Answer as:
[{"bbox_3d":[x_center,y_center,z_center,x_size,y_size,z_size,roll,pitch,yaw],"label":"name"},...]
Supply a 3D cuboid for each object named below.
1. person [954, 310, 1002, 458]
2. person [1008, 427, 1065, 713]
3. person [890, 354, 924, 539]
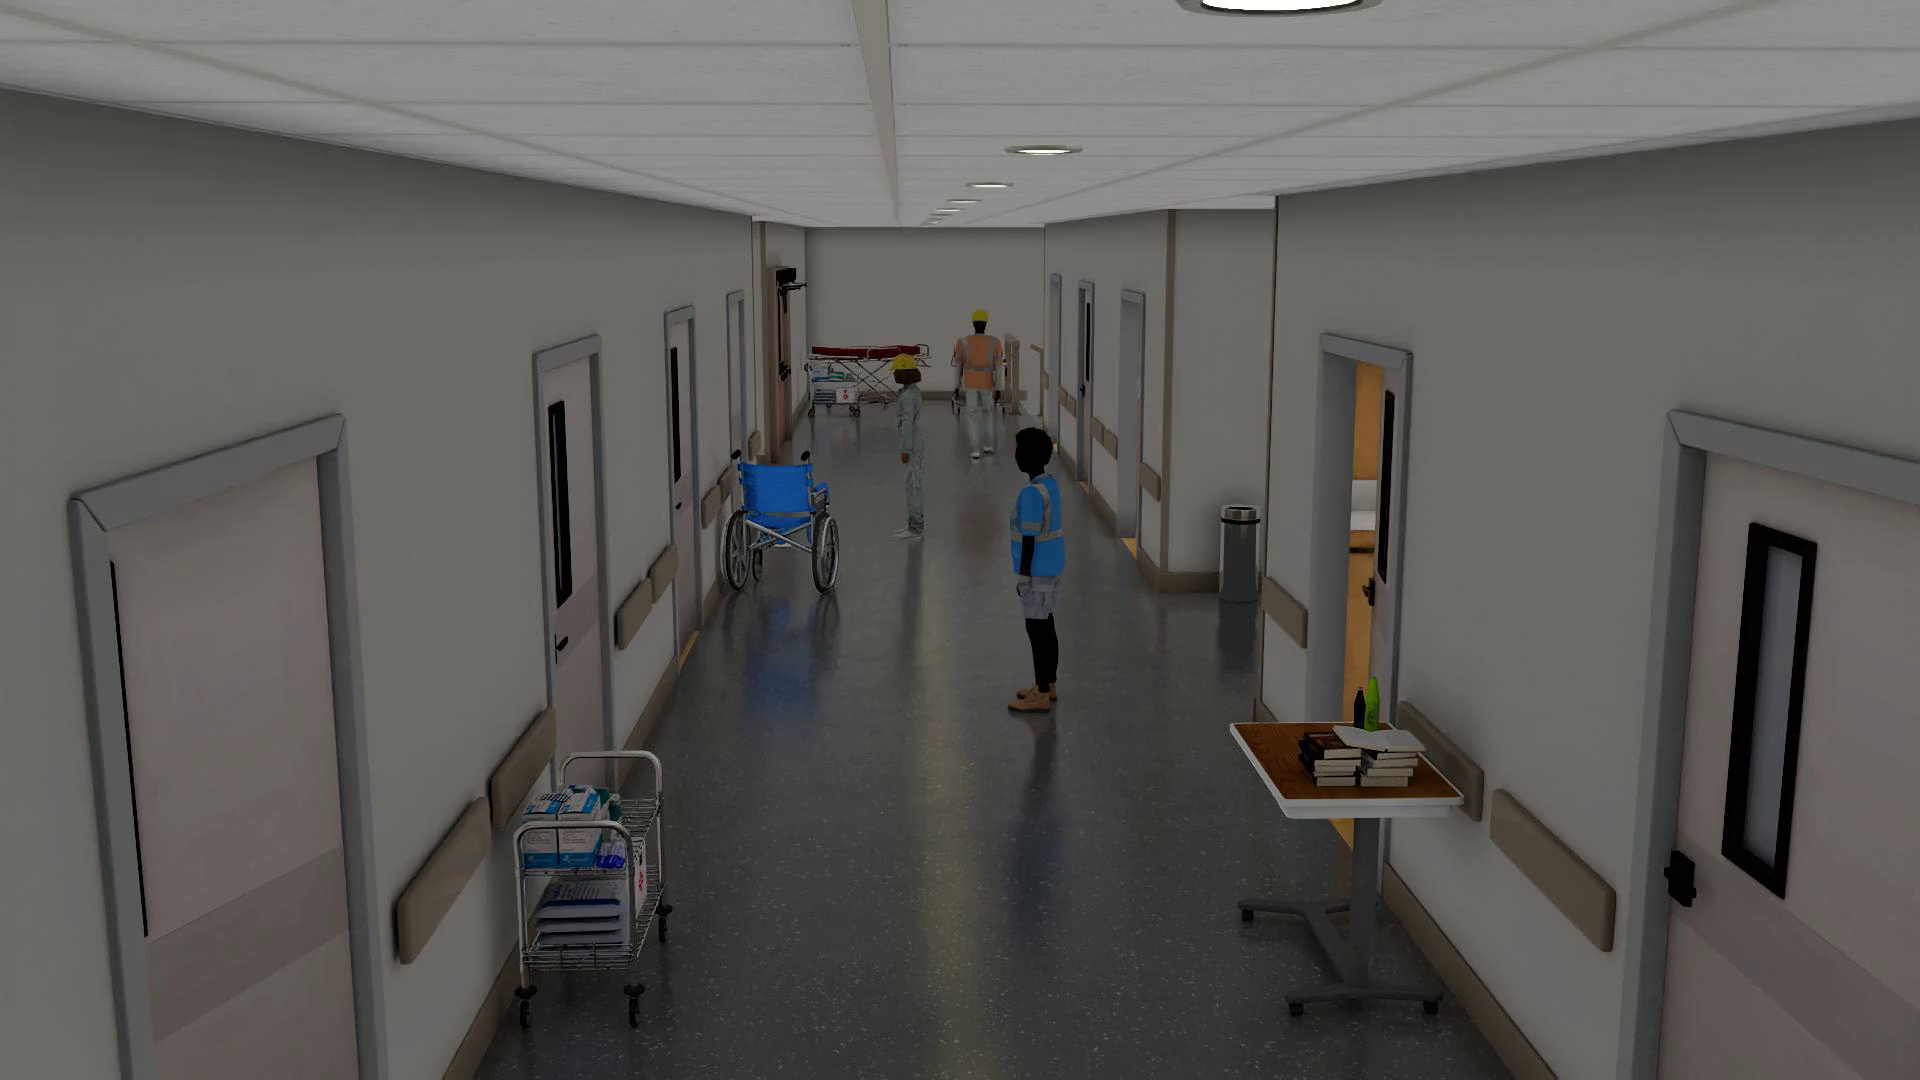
[{"bbox_3d":[0.225,-2.029,21.565,0.608,1.892,0.807,0,10,-3],"label":"person"},{"bbox_3d":[0.456,0.176,9.864,0.318,1.690,0.527,3,11,16],"label":"person"},{"bbox_3d":[-0.500,-0.877,15.601,0.324,1.736,0.487,1,10,3],"label":"person"}]
